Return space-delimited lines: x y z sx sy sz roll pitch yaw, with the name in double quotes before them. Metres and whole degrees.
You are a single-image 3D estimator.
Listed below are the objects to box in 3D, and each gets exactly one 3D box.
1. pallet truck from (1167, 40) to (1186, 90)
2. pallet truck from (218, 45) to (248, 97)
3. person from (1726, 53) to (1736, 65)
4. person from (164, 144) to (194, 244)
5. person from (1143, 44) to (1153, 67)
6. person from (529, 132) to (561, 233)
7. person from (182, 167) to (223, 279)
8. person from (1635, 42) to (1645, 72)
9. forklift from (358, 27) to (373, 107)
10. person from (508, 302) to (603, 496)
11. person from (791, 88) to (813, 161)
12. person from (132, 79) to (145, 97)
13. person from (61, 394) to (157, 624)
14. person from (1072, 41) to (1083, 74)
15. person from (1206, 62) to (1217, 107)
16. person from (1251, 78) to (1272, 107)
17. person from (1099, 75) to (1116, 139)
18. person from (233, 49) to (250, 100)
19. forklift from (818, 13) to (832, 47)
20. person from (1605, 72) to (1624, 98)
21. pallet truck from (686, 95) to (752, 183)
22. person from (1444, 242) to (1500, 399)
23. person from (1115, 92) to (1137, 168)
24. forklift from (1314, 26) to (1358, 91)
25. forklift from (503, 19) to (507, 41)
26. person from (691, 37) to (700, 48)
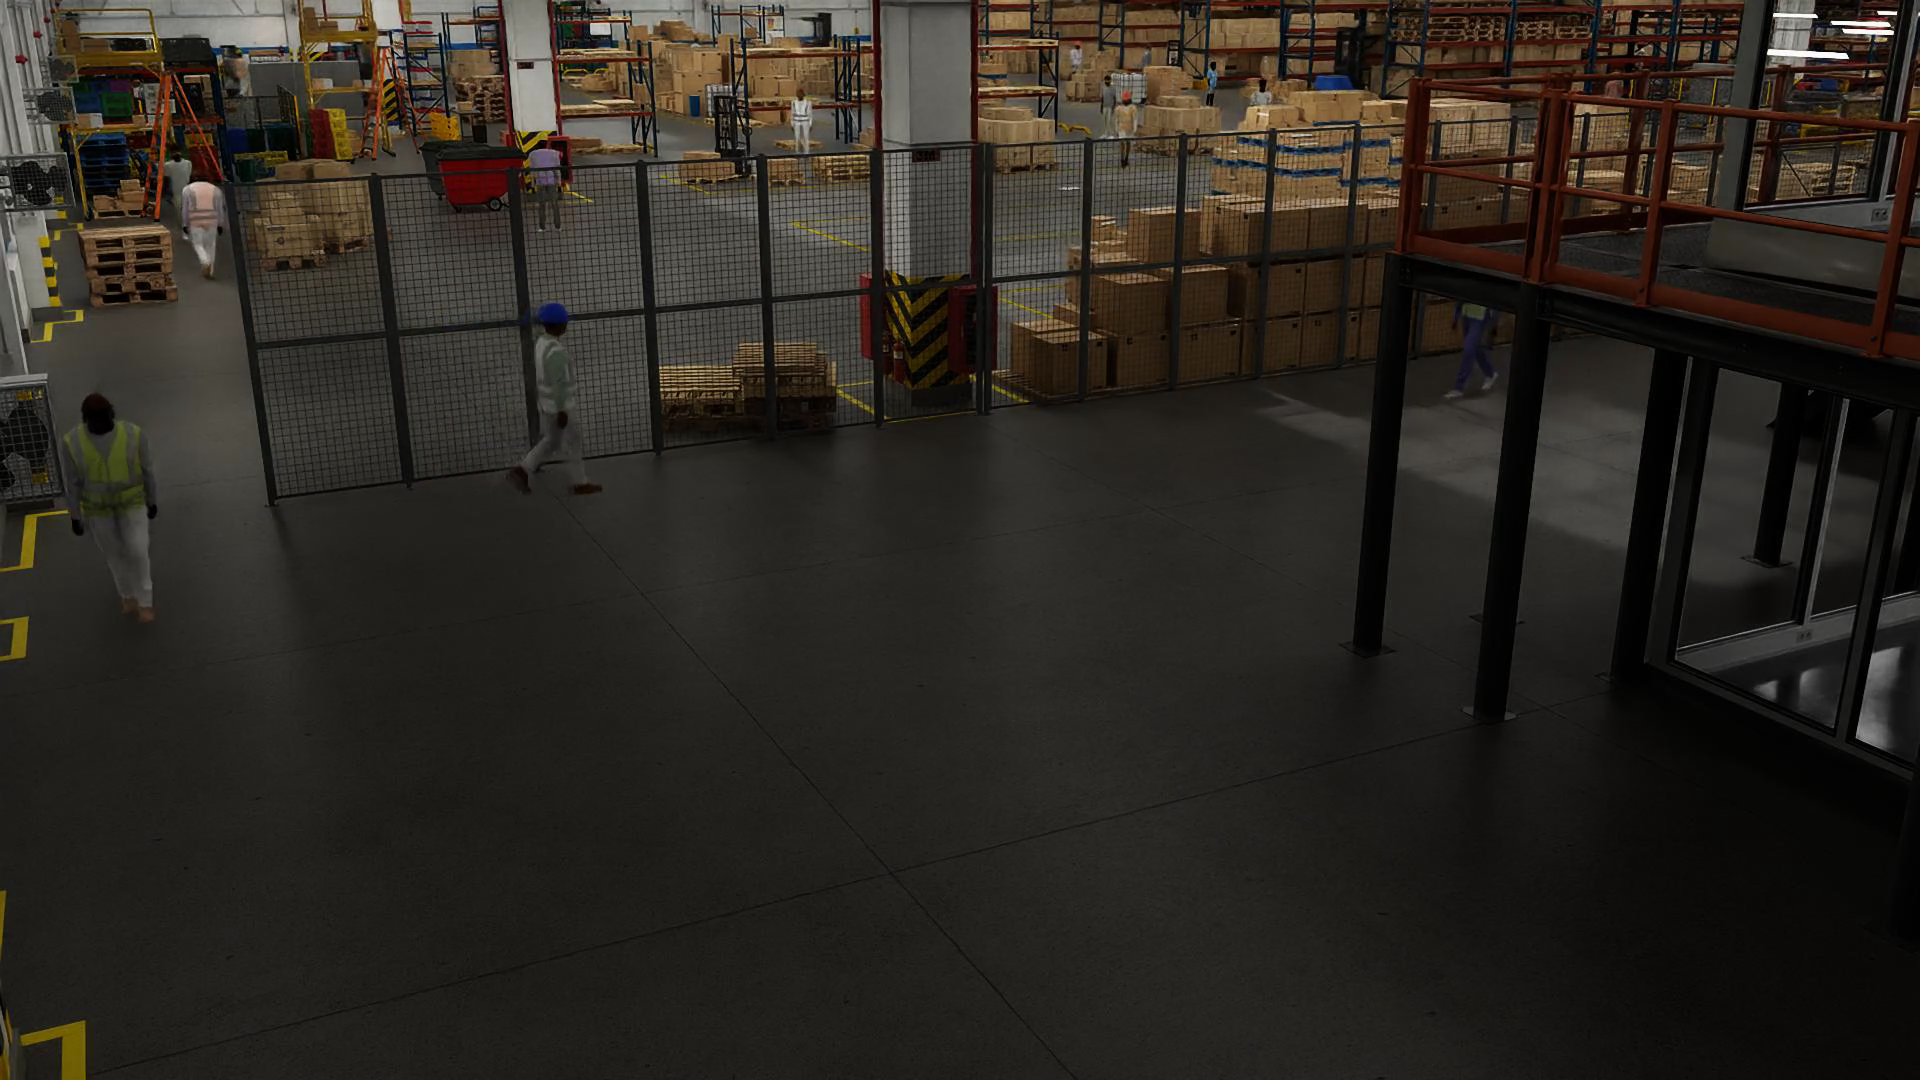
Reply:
"pallet truck" 9.045 -19.971 69.895 0.823 1.965 1.885 -3 19 -8
"pallet truck" -28.879 -18.665 66.111 0.823 1.965 1.885 -3 19 -9
"person" 31.425 -19.060 67.885 0.505 1.580 0.887 -6 20 -18
"person" -14.522 -6.470 31.014 0.537 1.845 0.852 -11 22 -28
"person" 7.792 -19.467 68.557 0.530 1.921 0.633 0 19 -1
"person" -8.009 -6.908 32.157 0.584 1.918 0.408 -6 20 -18
"person" -12.402 -5.184 27.305 0.666 1.817 0.472 -15 24 -36
"person" 28.131 -19.677 68.975 0.379 2.044 0.607 9 21 23
"forklift" -21.672 -17.492 61.376 1.129 2.768 1.873 16 25 38
"person" -3.935 -1.327 15.965 0.802 1.925 0.614 -9 21 -25
"person" -4.204 -11.023 44.127 0.584 1.882 0.337 2 19 7
"person" -25.371 -13.405 51.419 0.522 1.631 0.324 5 20 13
"person" -6.584 -0.224 12.924 0.647 1.812 0.771 -8 21 -23
"person" 5.061 -20.436 71.382 0.551 1.911 0.667 -10 21 -26
"person" 9.048 -16.303 59.717 0.318 1.697 0.533 16 25 39
"person" 8.459 -11.974 46.764 0.611 1.964 0.364 -1 19 -3
"person" 4.421 -12.932 49.706 0.531 1.857 0.324 13 23 33
"person" -27.672 -17.924 64.080 0.602 1.915 0.506 4 19 12
"forklift" -6.437 -23.872 79.870 1.873 2.768 1.129 -9 21 -25
"person" 21.063 -14.221 53.652 0.553 1.717 0.885 13 23 33
"pallet truck" -5.836 -9.608 39.856 0.823 1.965 1.885 10 22 27
"person" 6.204 -2.662 19.883 0.927 1.889 0.594 -11 22 -28
"person" 4.263 -10.576 42.813 0.543 1.903 0.963 0 19 -1
"forklift" 14.173 -17.503 61.409 1.873 2.768 1.129 -9 21 -25
"forklift" -18.887 -20.612 70.421 1.129 2.768 1.873 14 23 35
"person" -11.759 -21.490 74.395 0.629 1.936 0.373 17 25 41
